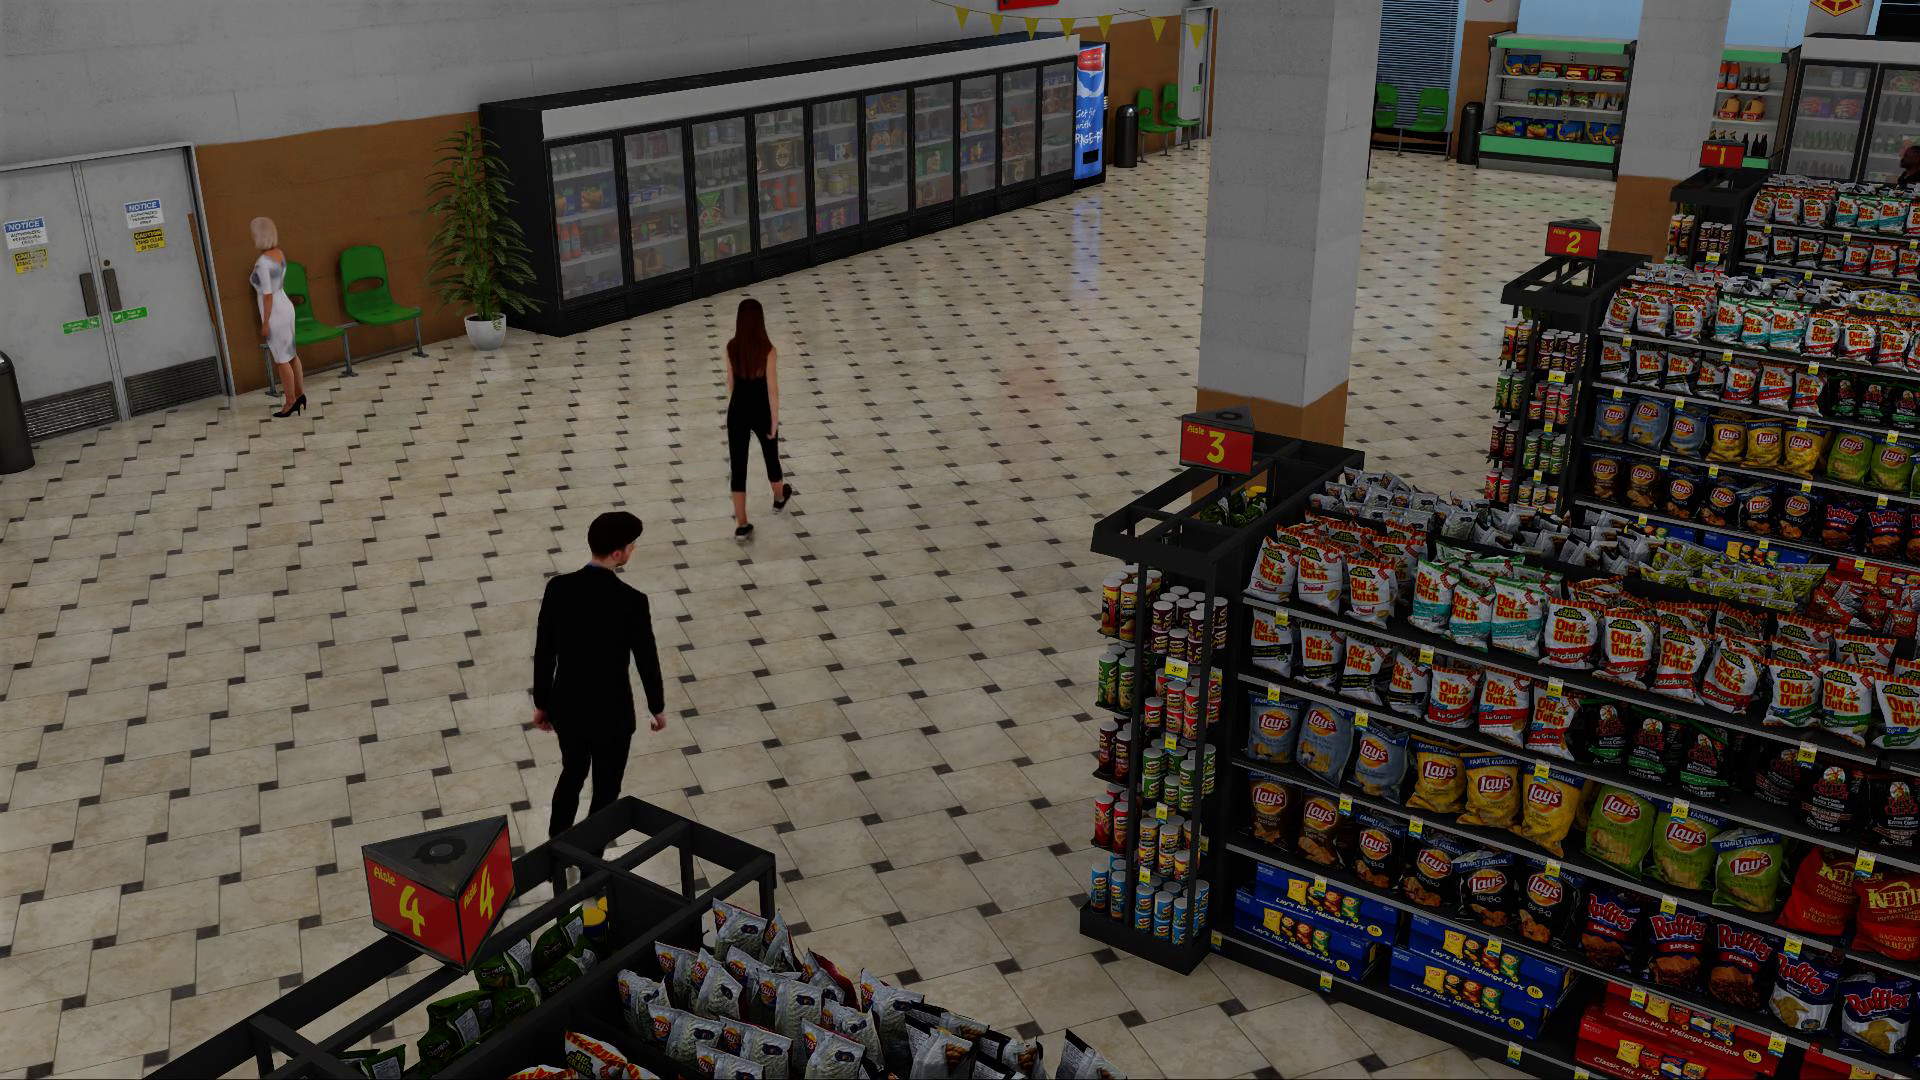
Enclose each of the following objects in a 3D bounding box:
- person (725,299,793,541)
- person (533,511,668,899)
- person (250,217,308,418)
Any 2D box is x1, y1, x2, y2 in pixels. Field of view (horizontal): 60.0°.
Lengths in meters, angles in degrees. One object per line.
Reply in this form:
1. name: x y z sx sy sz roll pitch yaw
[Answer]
1. person: -1.520 -0.820 11.794 1.093 1.687 0.936 4 22 9
2. person: -1.708 0.794 7.575 0.735 1.839 0.900 0 22 0
3. person: -5.955 -1.950 14.521 0.672 1.752 0.640 0 22 -1
